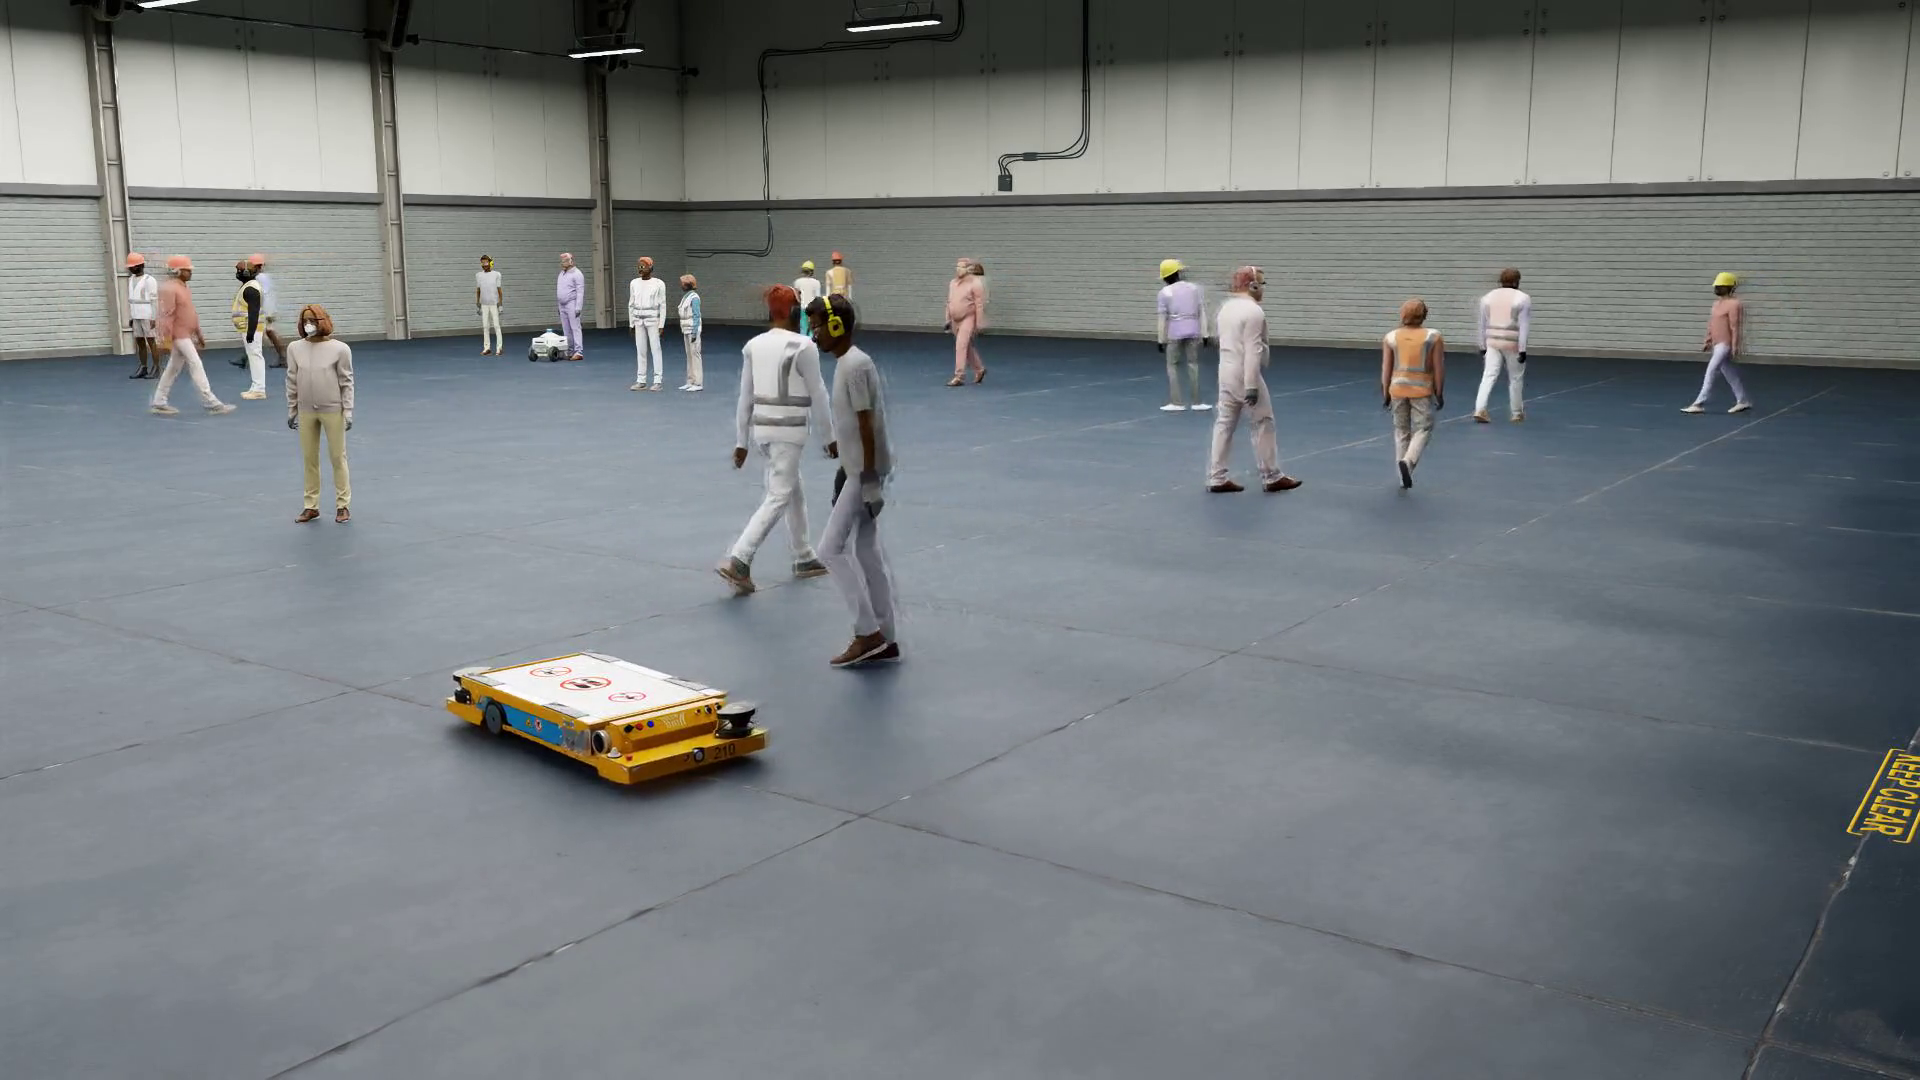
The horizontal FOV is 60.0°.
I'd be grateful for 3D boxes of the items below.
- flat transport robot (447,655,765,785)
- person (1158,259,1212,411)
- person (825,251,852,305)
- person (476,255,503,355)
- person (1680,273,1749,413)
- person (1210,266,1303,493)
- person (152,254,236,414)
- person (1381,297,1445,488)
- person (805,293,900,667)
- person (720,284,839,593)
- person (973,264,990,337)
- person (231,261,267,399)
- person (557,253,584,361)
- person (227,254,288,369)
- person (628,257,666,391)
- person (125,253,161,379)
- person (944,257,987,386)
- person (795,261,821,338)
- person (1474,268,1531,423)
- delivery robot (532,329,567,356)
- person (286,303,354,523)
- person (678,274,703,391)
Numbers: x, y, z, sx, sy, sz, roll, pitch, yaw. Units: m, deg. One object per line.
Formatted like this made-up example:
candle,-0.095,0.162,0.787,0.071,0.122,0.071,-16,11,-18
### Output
flat transport robot,-1.514,0.708,6.979,0.652,0.197,1.431,-10,14,-43
person,2.796,-2.535,20.669,0.756,1.879,0.389,-4,11,-19
person,-2.500,-5.004,34.369,0.559,1.919,0.698,-1,10,-8
person,-8.761,-4.367,30.963,0.509,1.863,0.311,1,10,6
person,9.335,-2.402,20.348,0.895,1.726,0.544,0,10,-1
person,2.480,-1.325,13.856,0.863,1.873,0.680,-3,11,-18
person,-9.402,-2.480,20.169,1.020,1.941,0.638,-1,10,-7
person,3.778,-1.216,13.950,0.529,1.622,0.541,7,12,33
person,-0.518,-0.292,8.212,0.514,1.827,0.575,0,10,2
person,-1.134,-0.623,10.069,0.574,1.845,0.975,9,14,42
person,0.403,-5.273,36.692,0.517,1.616,0.339,1,10,4
person,-9.511,-2.808,22.279,0.429,1.844,0.627,-5,11,-25
person,-6.961,-4.145,29.600,0.639,1.903,0.409,9,13,41
person,-11.666,-3.771,27.530,0.972,1.884,0.573,-5,11,-27
person,-4.417,-3.040,23.463,0.575,1.883,0.355,4,11,19
person,-12.543,-3.424,25.488,0.543,1.927,0.375,4,11,23
person,0.109,-3.210,24.442,0.910,1.879,0.630,-9,14,-41
person,-2.799,-4.256,30.649,0.528,1.755,0.394,4,11,19
person,6.296,-2.253,19.293,0.637,1.805,0.938,10,14,44
delivery robot,-7.254,-3.485,29.410,0.477,0.478,0.707,3,11,16
person,-4.763,-0.940,12.391,0.498,1.634,0.279,0,10,1
person,-3.795,-2.918,23.460,0.310,1.640,0.514,-5,11,-26
